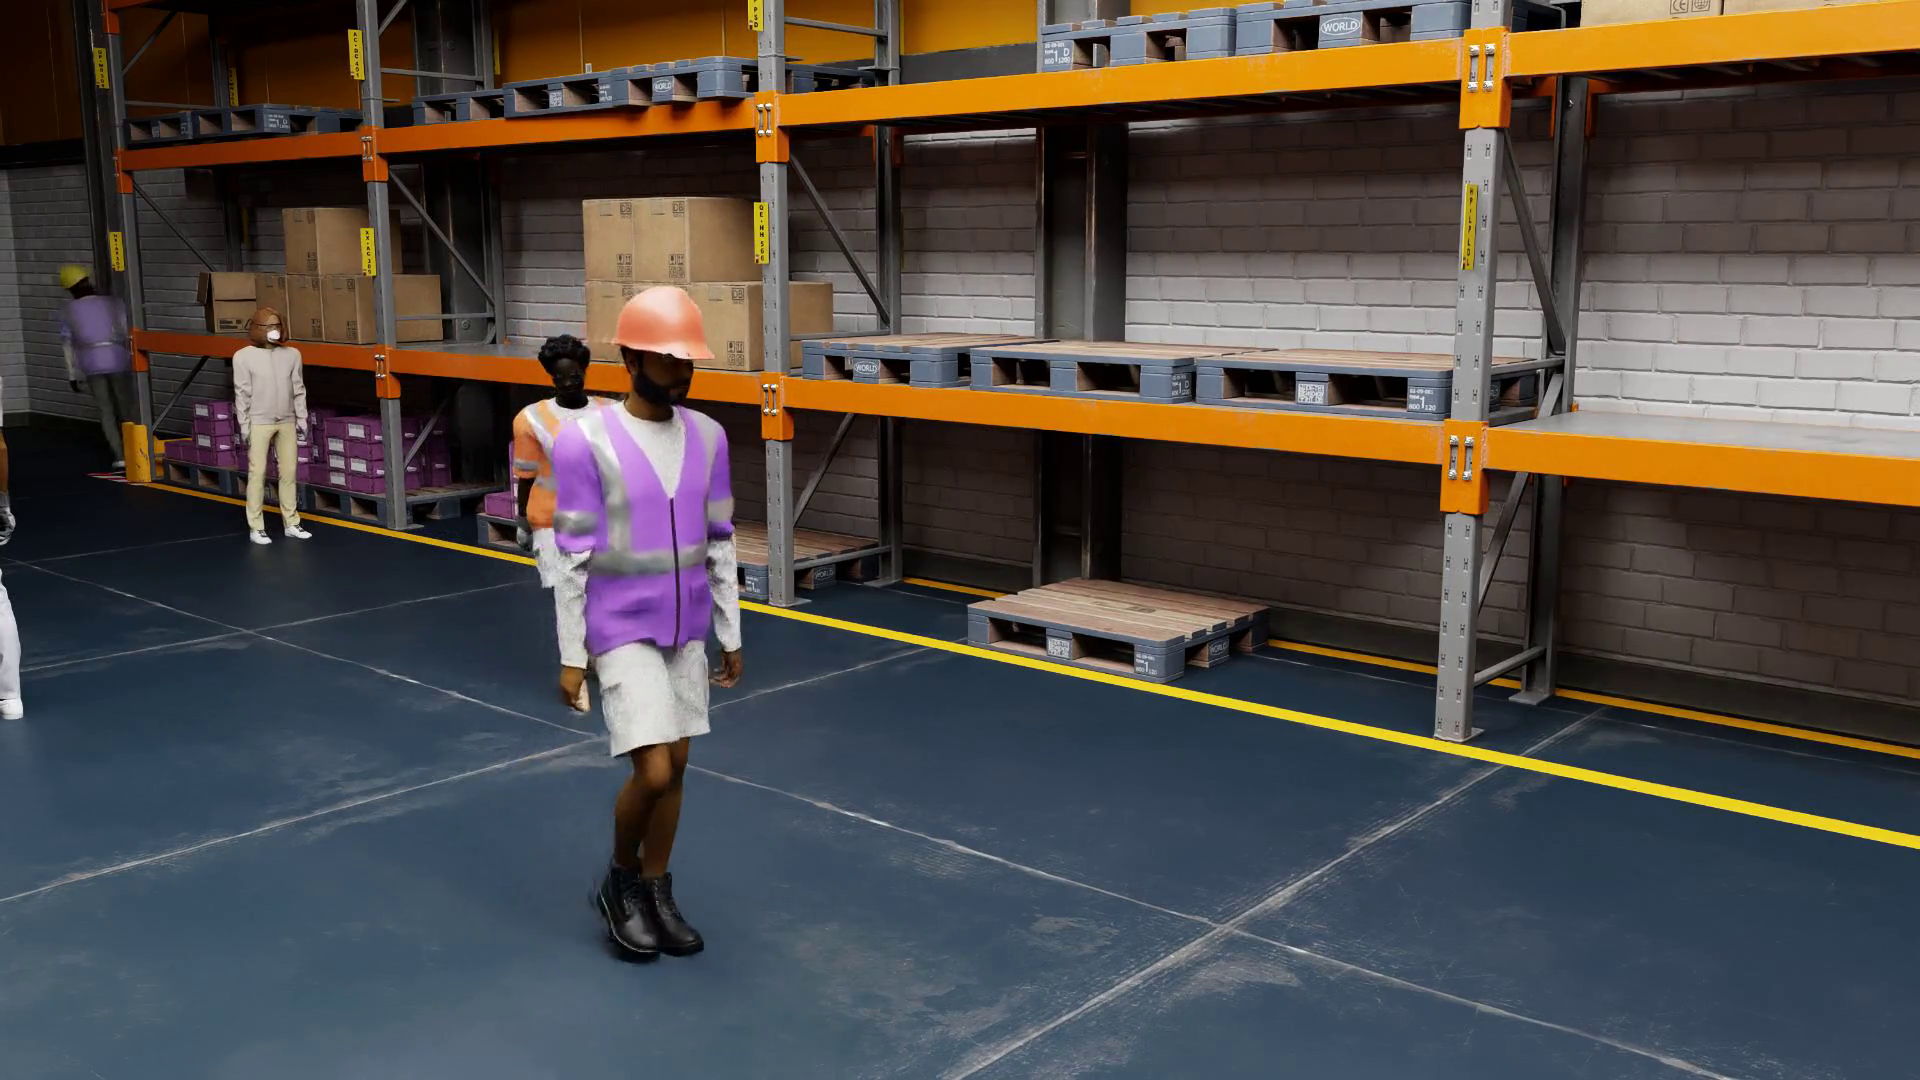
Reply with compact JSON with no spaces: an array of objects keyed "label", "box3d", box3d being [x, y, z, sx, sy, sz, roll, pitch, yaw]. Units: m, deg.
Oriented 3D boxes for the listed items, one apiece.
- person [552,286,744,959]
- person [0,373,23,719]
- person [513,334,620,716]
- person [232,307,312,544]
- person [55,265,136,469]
[{"label":"person","box3d":[-0.850,0.255,4.673,0.559,1.916,0.447,-10,14,-44]},{"label":"person","box3d":[-4.235,-0.124,6.977,0.329,1.872,0.509,5,11,28]},{"label":"person","box3d":[-1.739,-0.092,7.395,0.554,1.668,0.658,-7,12,-33]},{"label":"person","box3d":[-4.730,-0.786,11.450,0.287,1.626,0.497,8,13,39]},{"label":"person","box3d":[-7.858,-1.576,15.239,0.678,1.865,0.452,-6,12,-30]}]
